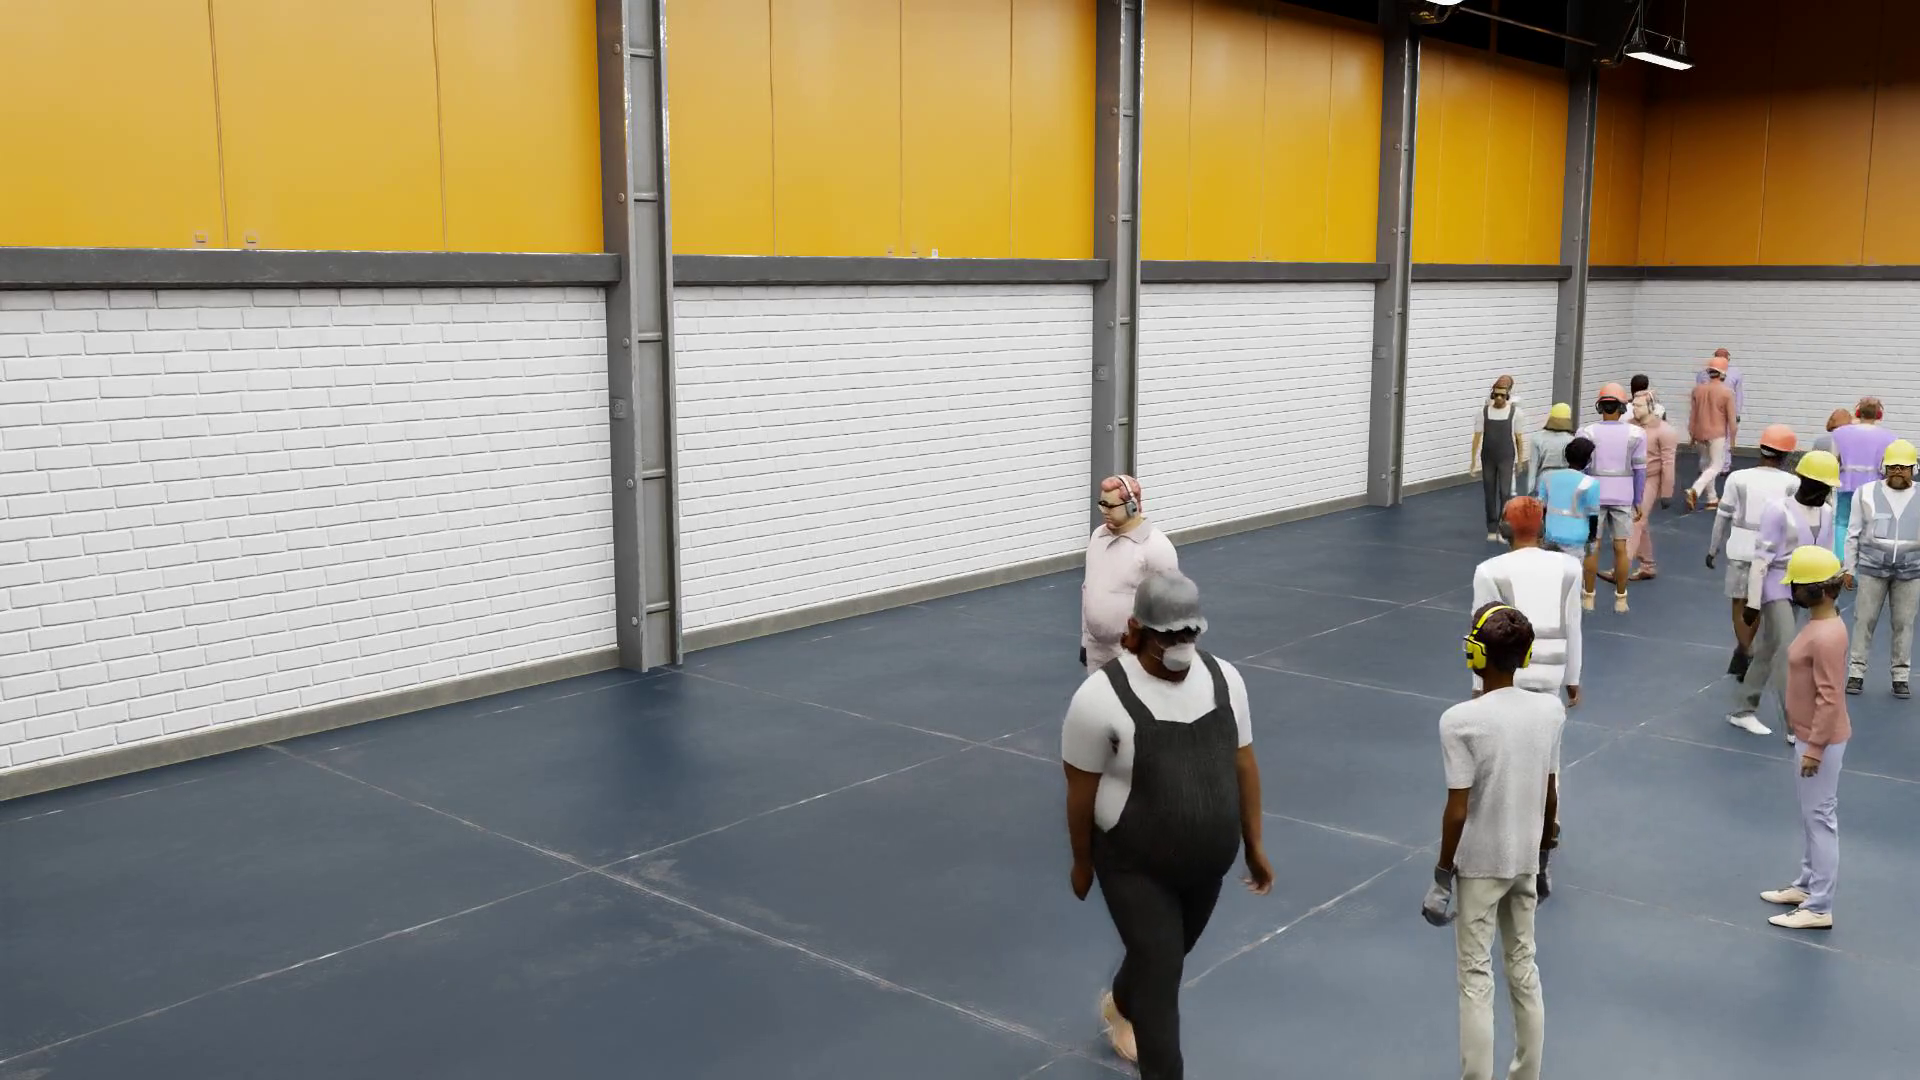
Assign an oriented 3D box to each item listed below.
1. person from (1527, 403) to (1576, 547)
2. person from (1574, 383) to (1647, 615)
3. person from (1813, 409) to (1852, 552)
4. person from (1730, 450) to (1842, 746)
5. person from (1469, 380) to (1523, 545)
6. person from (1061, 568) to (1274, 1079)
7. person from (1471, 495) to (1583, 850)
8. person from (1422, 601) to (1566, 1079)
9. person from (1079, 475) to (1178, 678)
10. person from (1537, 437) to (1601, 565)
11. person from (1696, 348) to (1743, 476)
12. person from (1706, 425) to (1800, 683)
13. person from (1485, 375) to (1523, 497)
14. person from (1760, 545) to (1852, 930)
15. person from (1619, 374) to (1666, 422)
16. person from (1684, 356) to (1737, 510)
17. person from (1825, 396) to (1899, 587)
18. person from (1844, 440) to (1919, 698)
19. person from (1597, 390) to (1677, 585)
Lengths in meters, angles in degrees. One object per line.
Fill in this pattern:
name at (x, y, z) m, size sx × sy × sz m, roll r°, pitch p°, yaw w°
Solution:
person at (5.857, -0.486, 16.394) m, size 0.495 × 1.723 × 0.418 m, roll 5°, pitch 10°, yaw 27°
person at (5.689, -0.357, 14.620) m, size 0.605 × 2.034 × 0.392 m, roll 3°, pitch 9°, yaw 16°
person at (9.037, -0.562, 17.239) m, size 0.523 × 1.592 × 0.801 m, roll 1°, pitch 9°, yaw 8°
person at (5.340, 0.366, 10.590) m, size 0.620 × 1.877 × 0.838 m, roll -5°, pitch 11°, yaw -31°
person at (5.920, -0.851, 18.395) m, size 0.522 × 1.819 × 0.705 m, roll 5°, pitch 10°, yaw 27°
person at (0.689, 1.023, 5.932) m, size 0.682 × 2.000 × 0.977 m, roll -5°, pitch 10°, yaw -27°
person at (2.914, 0.702, 8.511) m, size 0.590 × 1.857 × 0.544 m, roll 0°, pitch 9°, yaw 1°
person at (1.827, 1.138, 5.748) m, size 0.521 × 1.873 × 0.336 m, roll -4°, pitch 10°, yaw -21°
person at (0.873, 0.587, 9.114) m, size 0.406 × 1.902 × 0.639 m, roll -7°, pitch 11°, yaw -38°
person at (4.941, -0.004, 13.542) m, size 0.392 × 1.673 × 0.527 m, roll -6°, pitch 11°, yaw -32°
person at (11.259, -1.899, 24.709) m, size 0.654 × 1.904 × 0.406 m, roll 5°, pitch 10°, yaw 27°
person at (5.812, 0.103, 12.168) m, size 0.624 × 1.896 × 0.676 m, roll 4°, pitch 10°, yaw 21°
person at (7.313, -1.401, 22.408) m, size 0.513 × 1.642 × 0.313 m, roll 5°, pitch 10°, yaw 27°
person at (3.879, 0.899, 7.601) m, size 0.337 × 1.760 × 0.526 m, roll 4°, pitch 10°, yaw 23°
person at (7.494, -0.892, 18.449) m, size 0.597 × 1.894 × 0.808 m, roll 3°, pitch 10°, yaw 21°
person at (9.428, -1.324, 20.916) m, size 0.850 × 1.968 × 0.628 m, roll -5°, pitch 10°, yaw -30°
person at (8.582, -0.455, 15.854) m, size 0.589 × 1.832 × 0.437 m, roll 5°, pitch 11°, yaw 31°
person at (6.567, 0.203, 11.734) m, size 0.601 × 1.830 × 0.404 m, roll 4°, pitch 10°, yaw 25°
person at (6.427, -0.496, 16.009) m, size 0.913 × 1.871 × 0.651 m, roll -3°, pitch 10°, yaw -20°
